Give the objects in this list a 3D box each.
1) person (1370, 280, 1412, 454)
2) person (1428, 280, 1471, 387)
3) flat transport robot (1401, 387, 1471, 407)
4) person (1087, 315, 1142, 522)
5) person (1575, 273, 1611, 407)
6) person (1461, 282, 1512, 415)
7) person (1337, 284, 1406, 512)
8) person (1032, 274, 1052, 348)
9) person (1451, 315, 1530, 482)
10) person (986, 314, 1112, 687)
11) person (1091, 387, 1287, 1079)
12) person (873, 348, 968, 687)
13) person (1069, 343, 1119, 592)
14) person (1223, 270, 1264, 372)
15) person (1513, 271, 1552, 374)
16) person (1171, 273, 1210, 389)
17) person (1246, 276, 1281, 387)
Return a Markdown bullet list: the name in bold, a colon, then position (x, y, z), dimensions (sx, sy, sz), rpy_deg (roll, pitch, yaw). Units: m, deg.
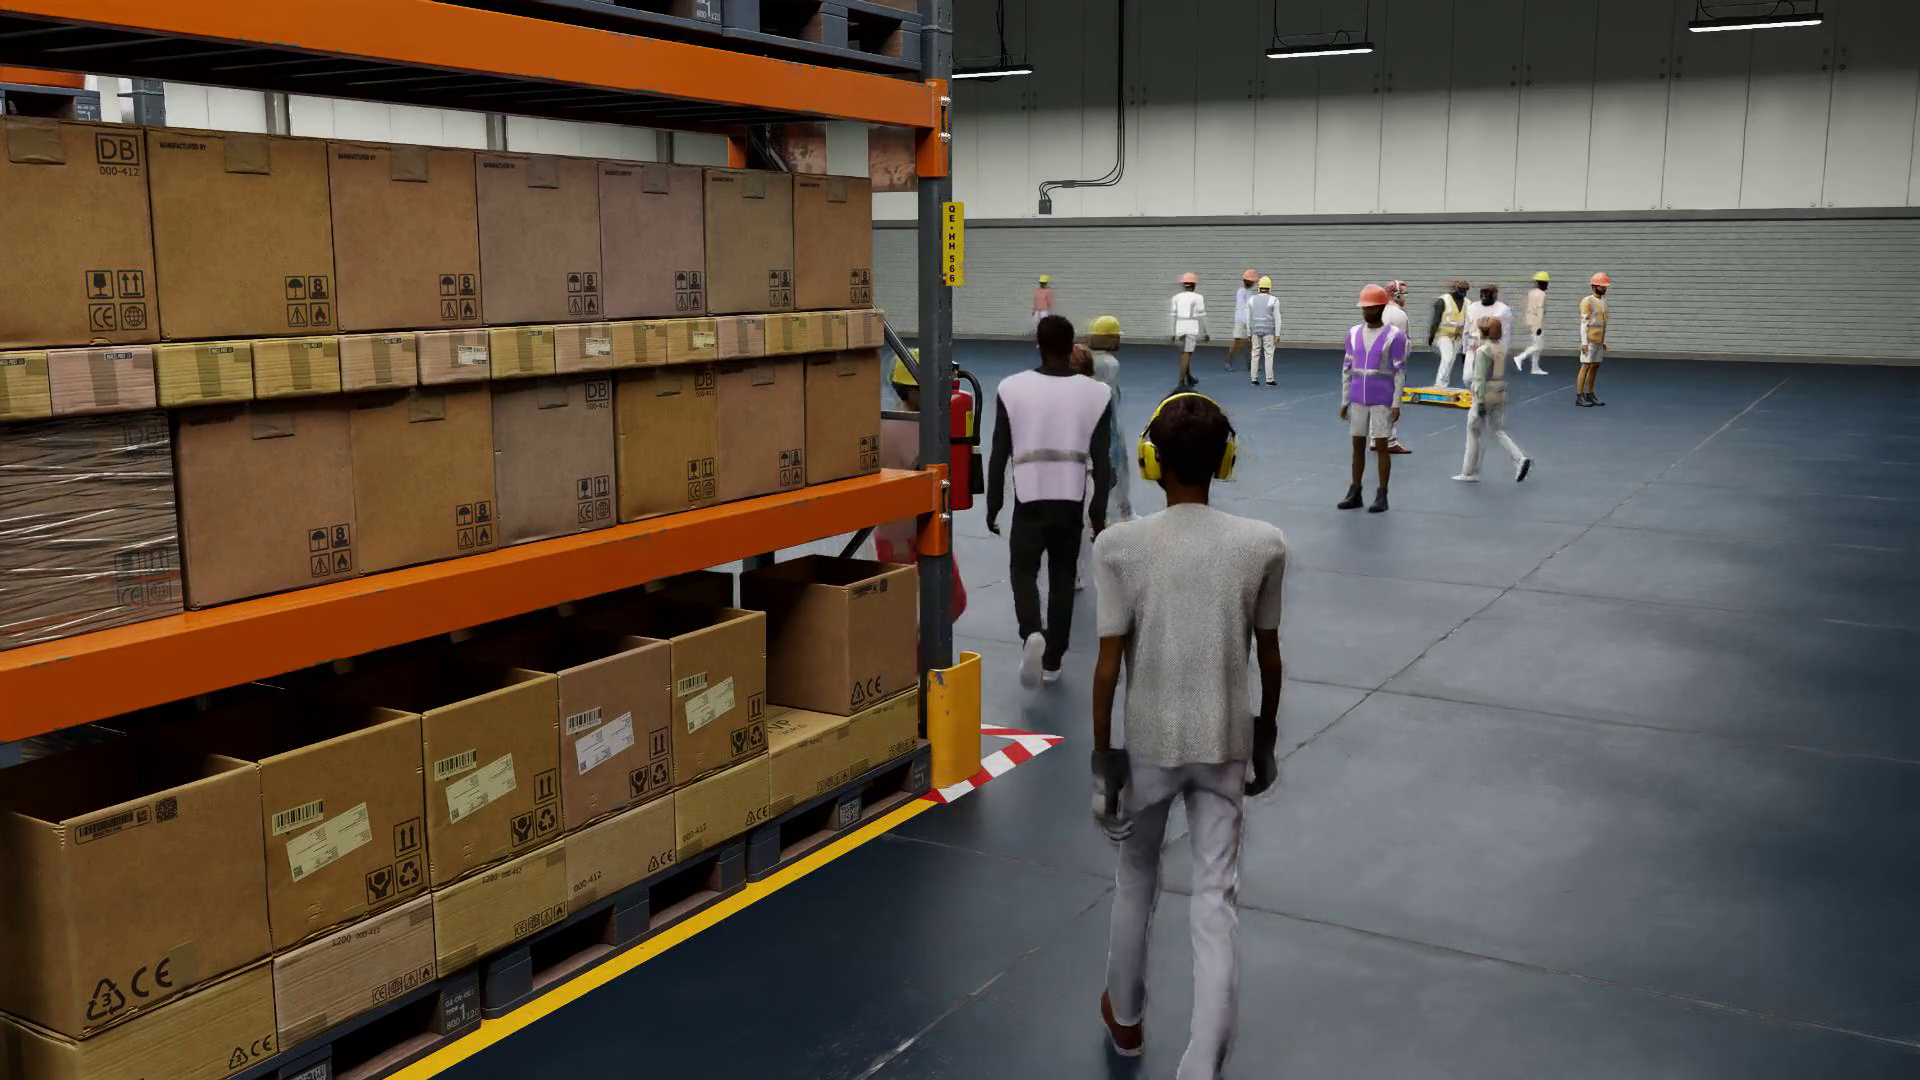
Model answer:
- **person**: position (4.789, -1.914, 18.439), dimensions (0.399, 1.909, 0.642), rpy_deg (-2, 10, -13)
- **person**: position (7.677, -3.147, 25.954), dimensions (0.691, 1.807, 0.526), rpy_deg (-4, 10, -22)
- **flat transport robot**: position (7.144, -2.108, 24.356), dimensions (0.652, 0.197, 1.431), rpy_deg (-6, 11, -31)
- **person**: position (1.089, -0.956, 13.434), dimensions (0.863, 1.711, 0.497), rpy_deg (-5, 11, -26)
- **person**: position (9.207, -2.895, 24.094), dimensions (0.551, 1.935, 0.375), rpy_deg (-7, 12, -36)
- **person**: position (6.920, -2.475, 21.937), dimensions (0.651, 1.832, 0.447), rpy_deg (7, 12, 37)
- **person**: position (3.497, -1.202, 14.183), dimensions (0.551, 1.934, 0.373), rpy_deg (8, 13, 39)
- **person**: position (1.962, -5.411, 39.359), dimensions (0.454, 1.745, 0.551), rpy_deg (-9, 13, -44)
- **person**: position (5.094, -1.336, 15.889), dimensions (0.521, 1.618, 0.686), rpy_deg (-8, 13, -40)
- **person**: position (0.456, -0.174, 8.325), dimensions (0.640, 1.890, 0.706), rpy_deg (-1, 10, -3)
- **person**: position (0.575, 0.533, 4.283), dimensions (0.499, 1.840, 0.881), rpy_deg (0, 10, 3)
- **person**: position (-0.202, -0.017, 7.785), dimensions (0.380, 1.752, 0.524), rpy_deg (7, 12, 35)
- **person**: position (0.835, -0.466, 10.777), dimensions (0.538, 1.621, 0.537), rpy_deg (7, 12, 37)
- **person**: position (5.355, -4.119, 31.359), dimensions (0.508, 1.915, 0.775), rpy_deg (8, 12, 39)
- **person**: position (10.513, -3.971, 30.494), dimensions (0.608, 1.911, 0.592), rpy_deg (0, 10, 1)
- **person**: position (3.783, -3.400, 27.186), dimensions (0.570, 1.891, 0.958), rpy_deg (8, 13, 39)
- **person**: position (5.084, -3.476, 27.783), dimensions (0.600, 1.835, 0.404), rpy_deg (6, 12, 32)
